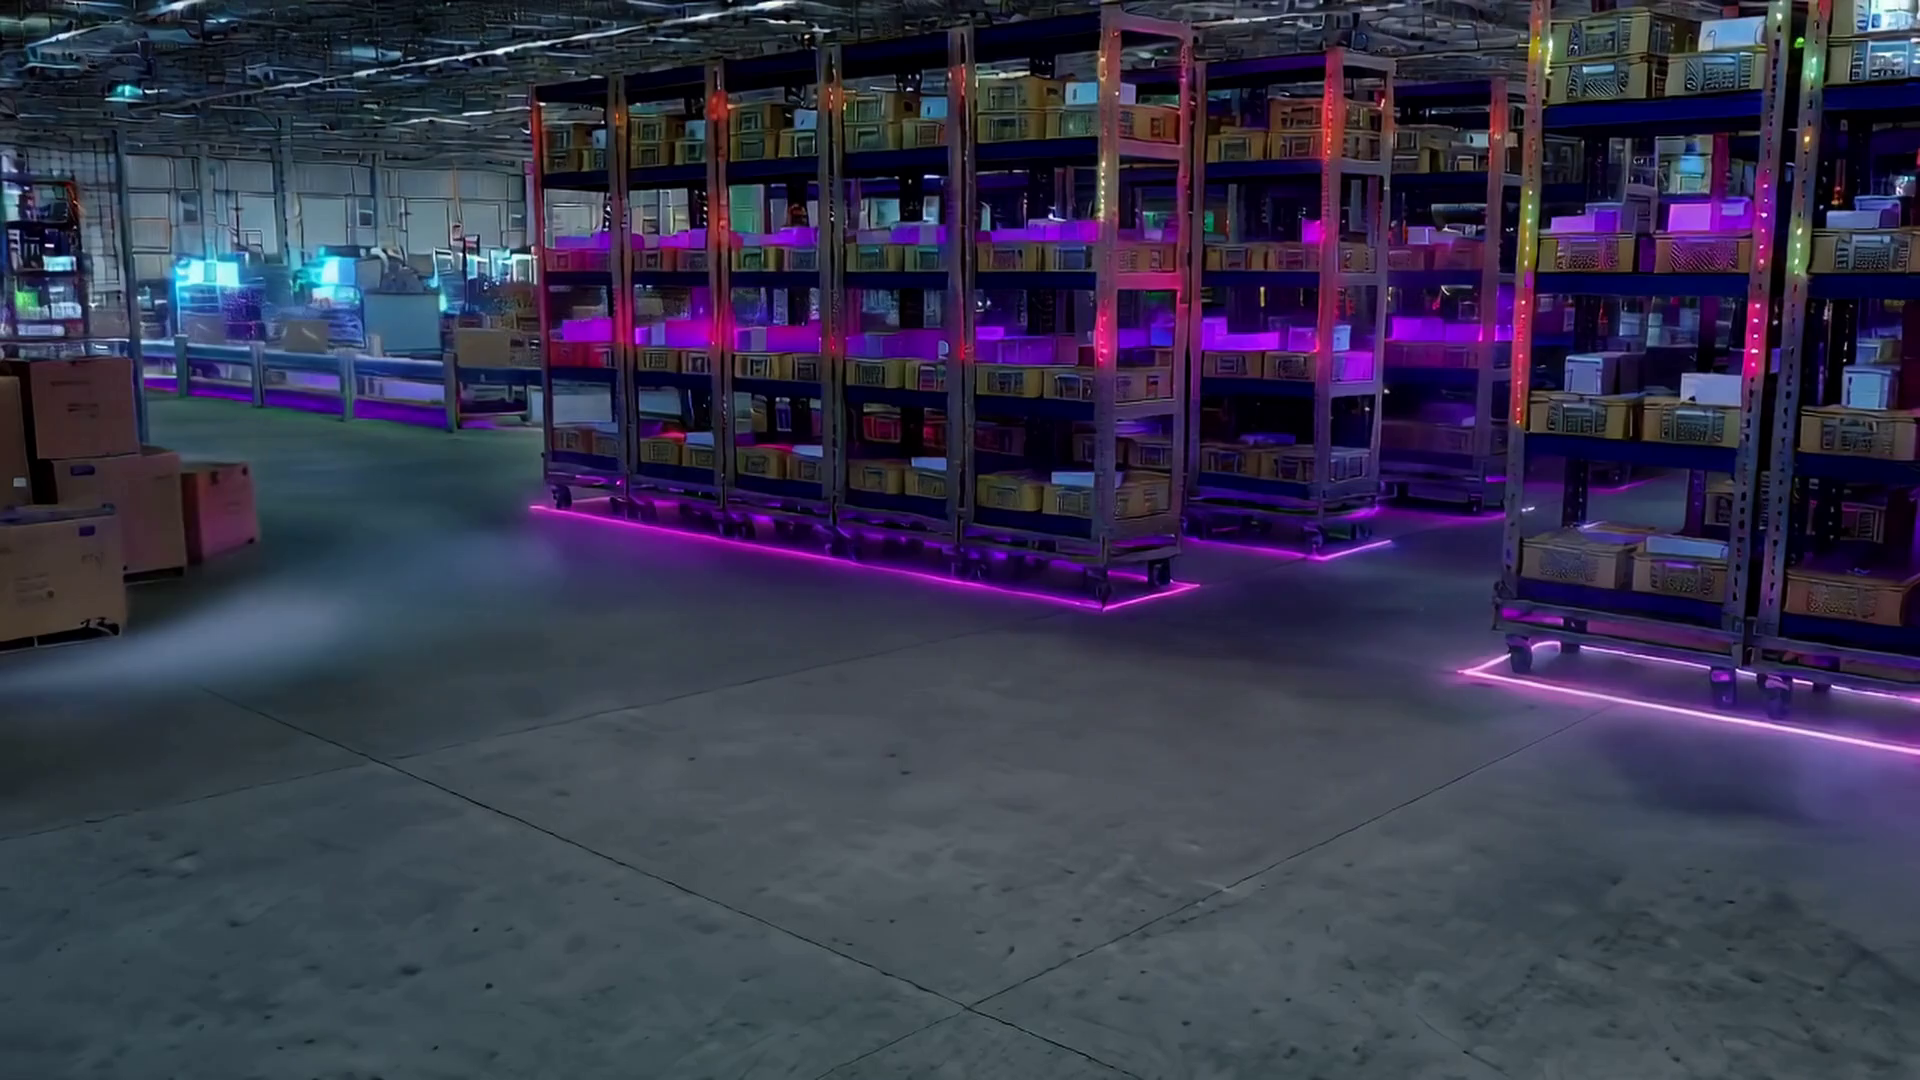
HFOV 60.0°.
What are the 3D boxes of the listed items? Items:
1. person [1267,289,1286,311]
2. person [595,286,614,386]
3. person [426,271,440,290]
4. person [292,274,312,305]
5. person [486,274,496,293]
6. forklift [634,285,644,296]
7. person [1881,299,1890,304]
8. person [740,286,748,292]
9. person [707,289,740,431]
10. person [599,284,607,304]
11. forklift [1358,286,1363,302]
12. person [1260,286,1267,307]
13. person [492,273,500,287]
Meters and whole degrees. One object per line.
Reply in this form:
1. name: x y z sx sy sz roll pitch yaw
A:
1. person: 10.884 -8.121 56.857 0.965 1.857 0.638 -8 12 -40
2. person: -6.186 -3.604 29.449 0.523 1.769 0.314 -5 11 -28
3. person: -18.736 -8.585 59.287 0.622 1.993 0.382 5 11 28
4. person: -24.584 -9.073 62.141 0.688 2.000 0.536 -4 10 -25
5. person: -23.775 -12.561 84.214 0.514 1.804 0.881 -1 9 -4
6. forklift: -15.742 -13.181 84.757 1.873 2.768 1.129 9 13 43
7. person: 29.537 -7.427 52.900 0.606 1.771 0.954 -4 10 -26
8. person: -8.938 -10.135 69.174 1.014 1.881 0.593 -1 9 -4
9. person: -2.617 -1.898 18.562 0.408 1.908 0.644 -7 11 -35
10. person: -11.586 -7.592 54.151 0.532 1.677 0.733 -8 12 -39
11. forklift: 11.100 -7.017 46.970 1.873 2.768 1.129 9 13 43
12. person: 11.216 -8.781 61.054 0.815 1.821 0.623 0 9 3
13. person: -24.069 -12.877 86.084 0.429 1.839 0.633 9 13 44
